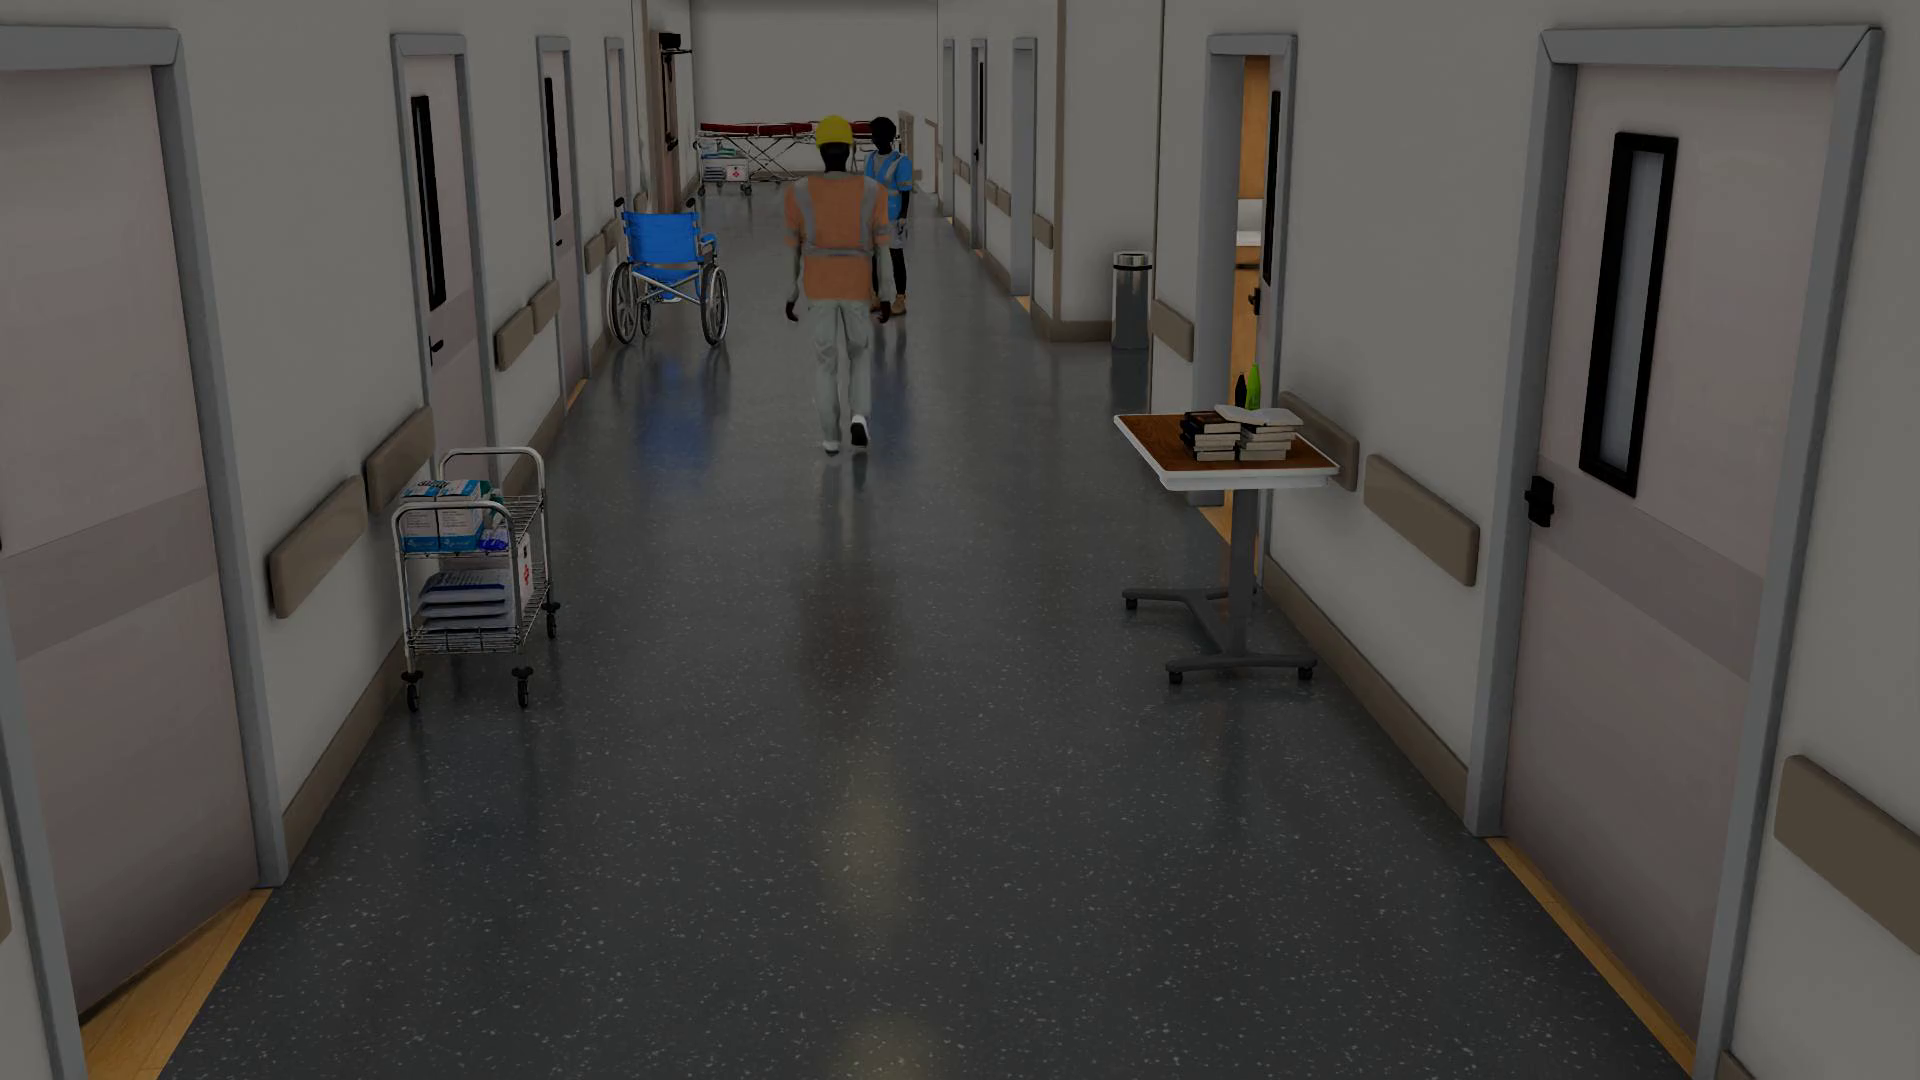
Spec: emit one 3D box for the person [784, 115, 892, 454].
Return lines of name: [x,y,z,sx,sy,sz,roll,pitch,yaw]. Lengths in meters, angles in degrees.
person: [-0.699,-1.444,9.513,0.601,1.909,0.440,-3,17,-9]

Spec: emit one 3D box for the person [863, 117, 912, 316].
person: [-0.646,-2.787,14.359,0.533,1.693,0.319,12,21,36]
